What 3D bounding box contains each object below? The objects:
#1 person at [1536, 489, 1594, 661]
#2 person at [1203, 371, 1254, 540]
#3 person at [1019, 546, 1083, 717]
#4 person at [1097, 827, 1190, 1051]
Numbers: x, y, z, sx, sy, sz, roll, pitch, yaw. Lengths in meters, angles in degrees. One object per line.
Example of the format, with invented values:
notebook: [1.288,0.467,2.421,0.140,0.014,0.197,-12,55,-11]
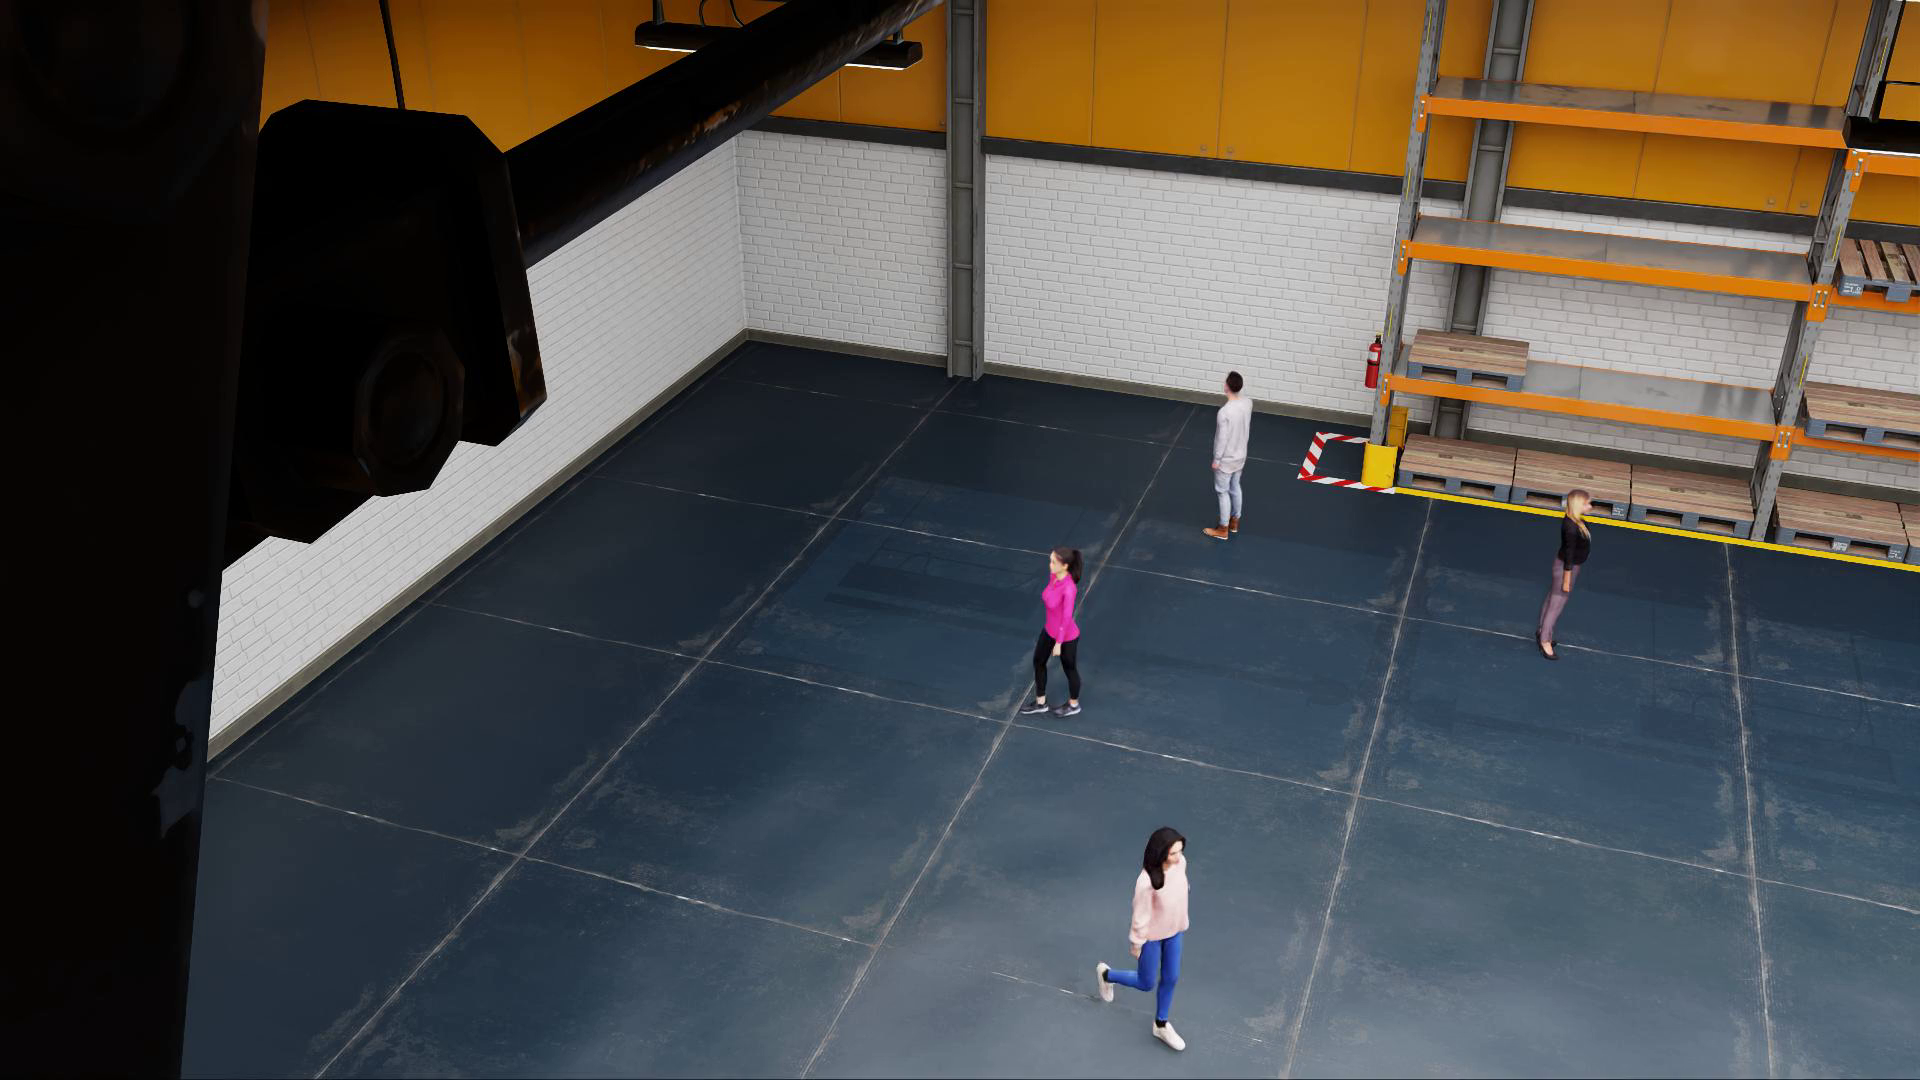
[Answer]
person: [5.494,0.293,15.147,0.533,1.670,0.595,9,30,16]
person: [2.789,-0.882,17.124,0.761,1.840,0.737,-25,37,-38]
person: [0.950,0.785,14.228,0.904,1.686,0.837,-11,30,-19]
person: [1.237,2.543,10.936,0.940,1.752,1.093,-22,36,-35]
